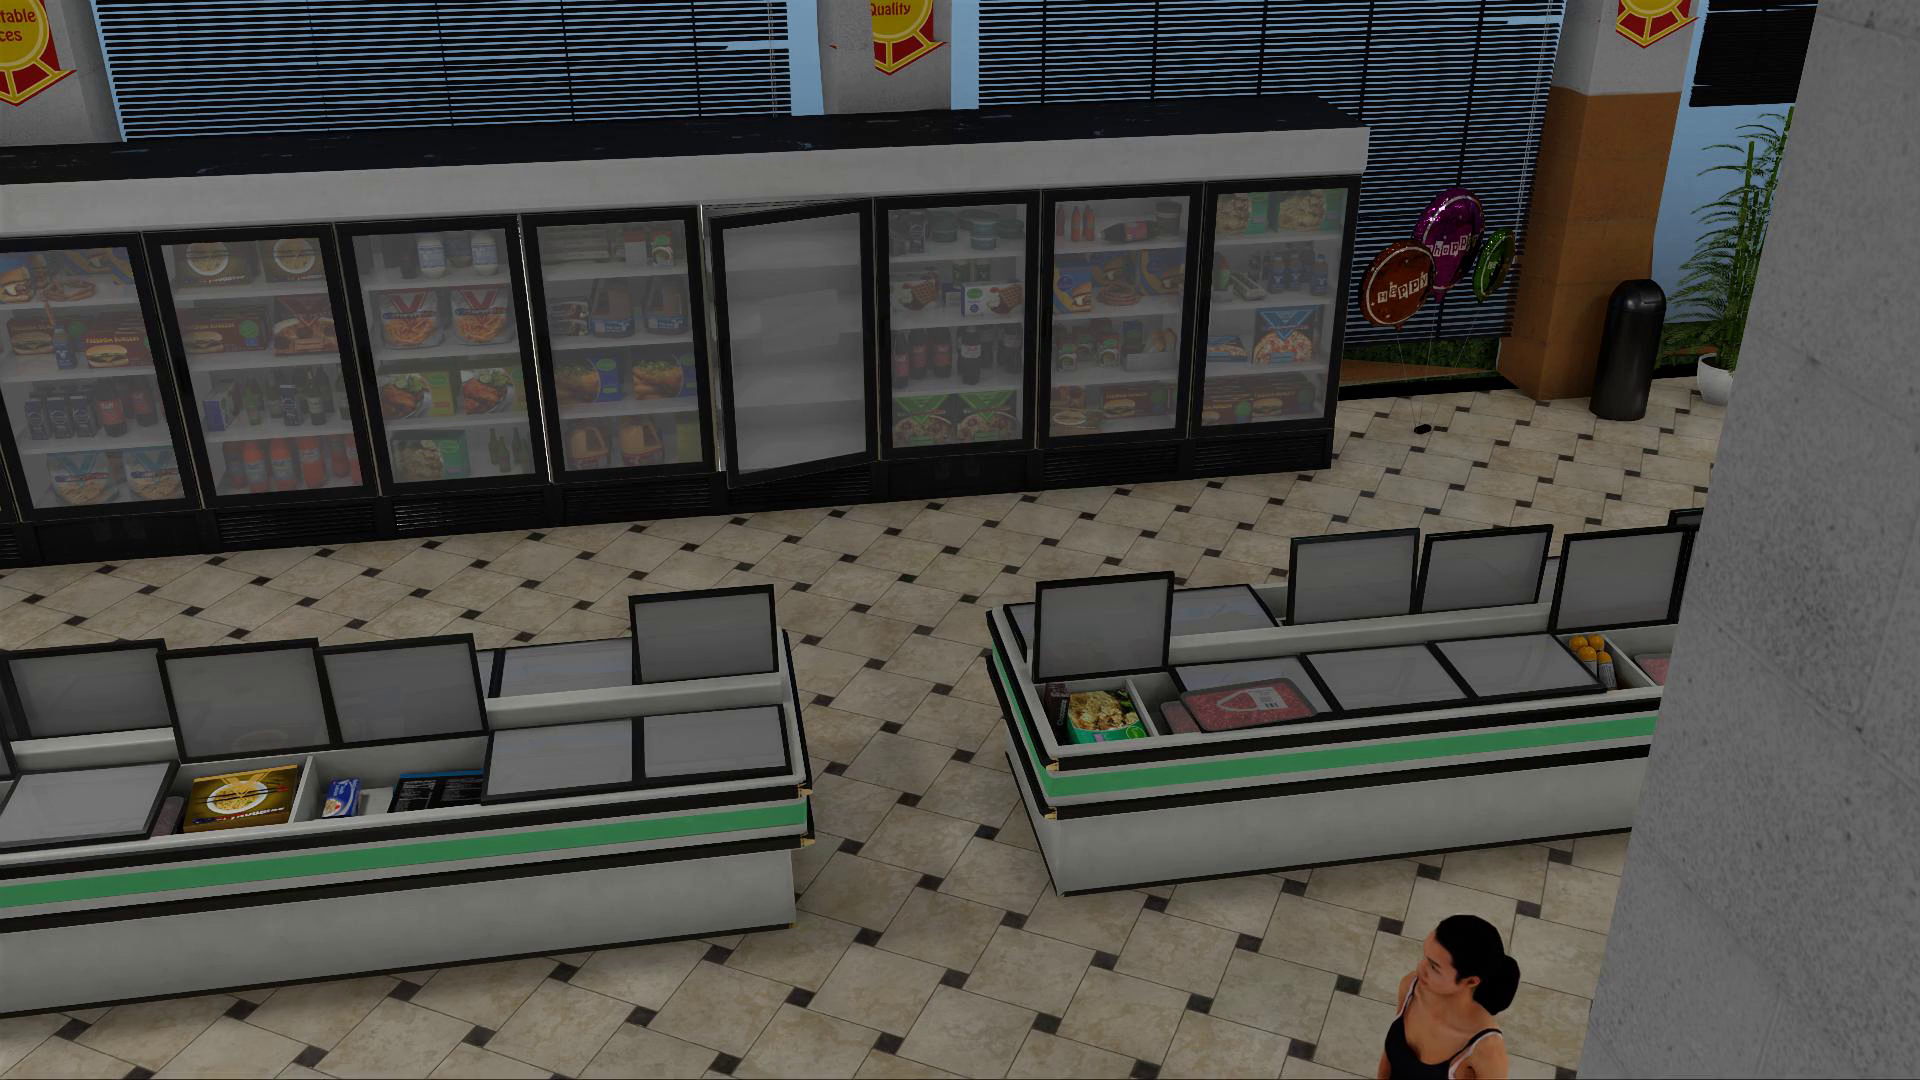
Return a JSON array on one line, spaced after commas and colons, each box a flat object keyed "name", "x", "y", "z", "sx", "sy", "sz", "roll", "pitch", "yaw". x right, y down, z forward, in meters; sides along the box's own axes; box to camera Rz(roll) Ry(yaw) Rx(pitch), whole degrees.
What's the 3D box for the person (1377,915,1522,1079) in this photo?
[{"name": "person", "x": 1.373, "y": 1.781, "z": 4.838, "sx": 0.612, "sy": 1.727, "sz": 0.627, "roll": -13, "pitch": 30, "yaw": -24}]
